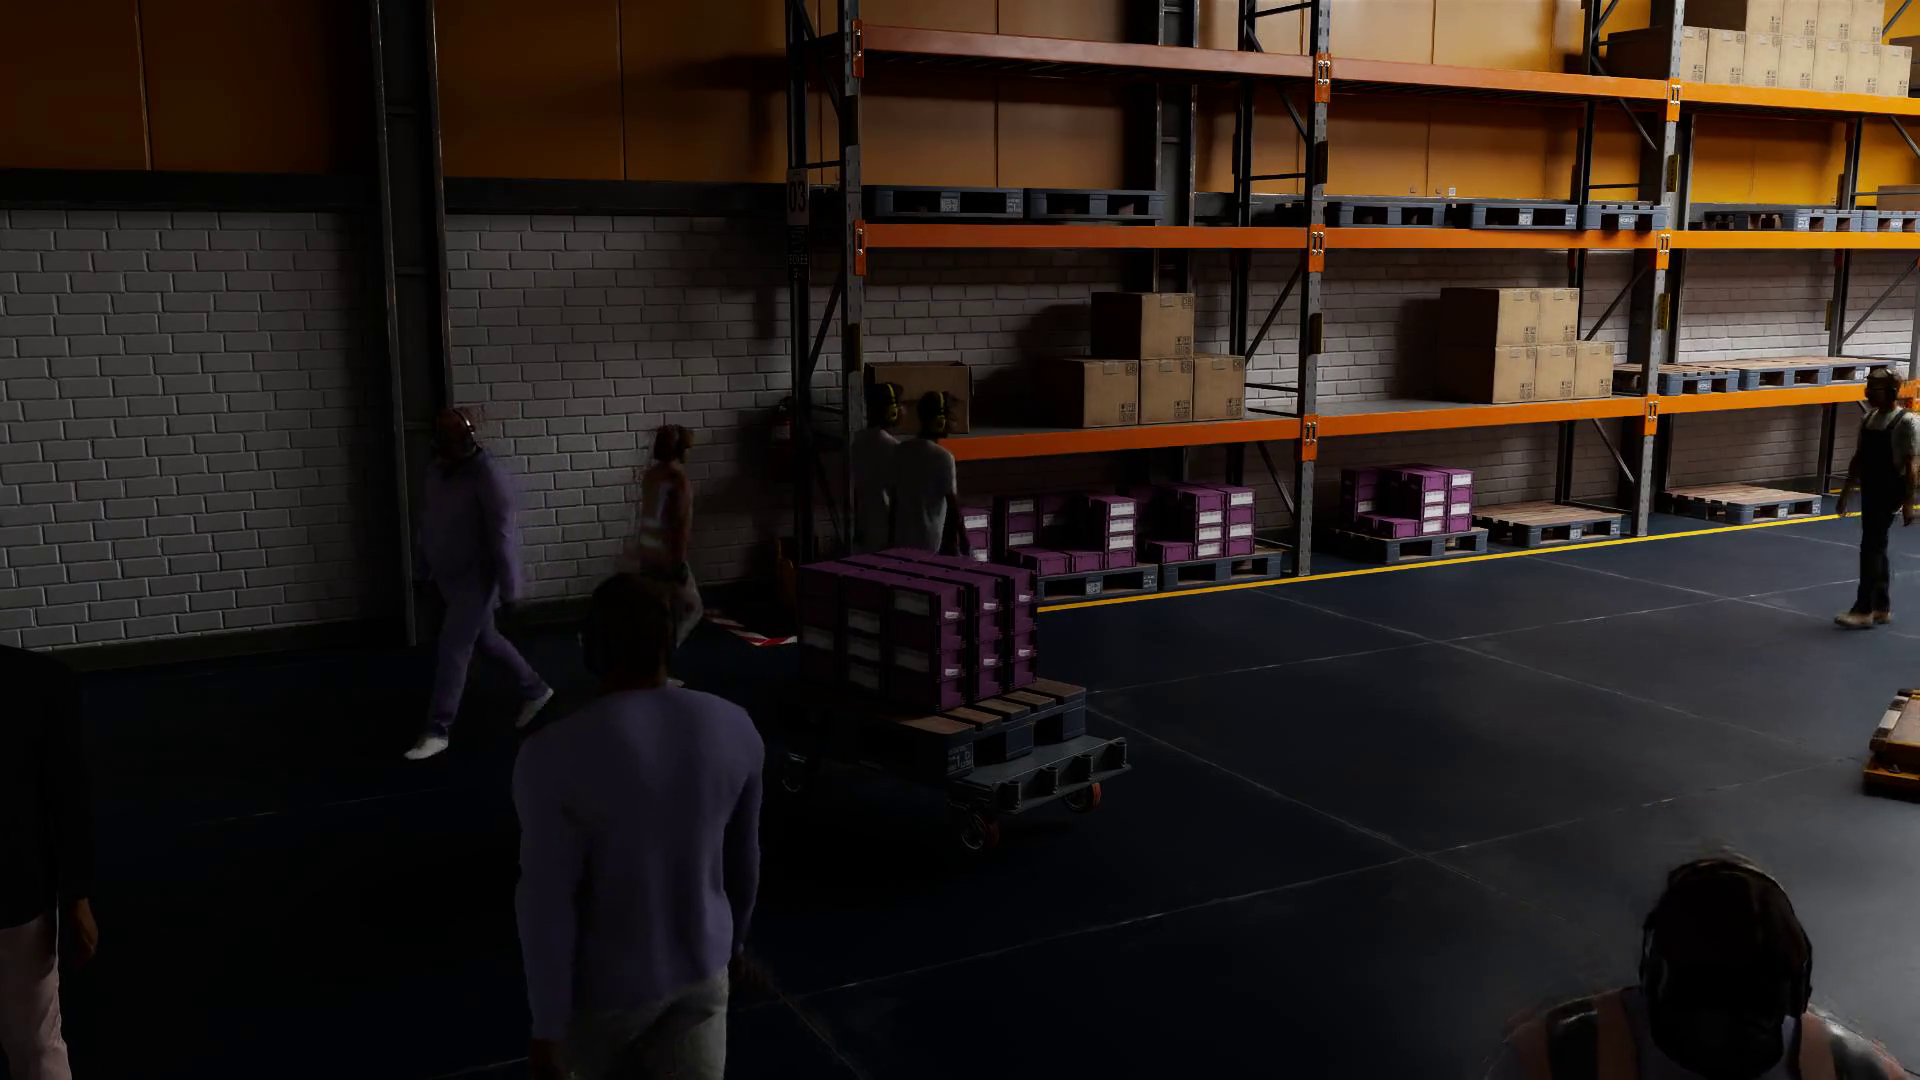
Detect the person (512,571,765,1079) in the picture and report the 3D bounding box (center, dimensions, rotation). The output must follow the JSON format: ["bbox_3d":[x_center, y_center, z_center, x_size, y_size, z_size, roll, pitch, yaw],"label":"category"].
[{"bbox_3d":[-0.818,1.007,4.019,0.660,1.906,0.906,-7,12,-37],"label":"person"}]

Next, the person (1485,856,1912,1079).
[{"bbox_3d":[1.085,1.320,2.554,0.646,1.801,0.962,3,10,15],"label":"person"}]

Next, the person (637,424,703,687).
[{"bbox_3d":[-1.749,0.118,9.964,0.375,1.619,0.532,-7,12,-33],"label":"person"}]

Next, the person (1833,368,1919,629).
[{"bbox_3d":[6.360,-0.289,11.698,0.637,1.830,0.549,-1,10,-7],"label":"person"}]

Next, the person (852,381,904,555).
[{"bbox_3d":[-0.526,-0.056,10.312,0.580,1.851,0.537,-8,13,-38],"label":"person"}]

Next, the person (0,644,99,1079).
[{"bbox_3d":[-2.530,0.933,4.233,0.611,1.985,0.393,-4,11,-20],"label":"person"}]

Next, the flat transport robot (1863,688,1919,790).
[{"bbox_3d":[5.122,1.037,8.565,0.652,0.197,1.431,7,12,35],"label":"flat transport robot"}]

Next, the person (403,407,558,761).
[{"bbox_3d":[-2.574,0.198,8.881,0.710,1.855,0.924,9,13,42],"label":"person"}]

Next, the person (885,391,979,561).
[{"bbox_3d":[-0.162,0.040,9.800,0.719,1.834,0.522,-6,11,-31],"label":"person"}]
